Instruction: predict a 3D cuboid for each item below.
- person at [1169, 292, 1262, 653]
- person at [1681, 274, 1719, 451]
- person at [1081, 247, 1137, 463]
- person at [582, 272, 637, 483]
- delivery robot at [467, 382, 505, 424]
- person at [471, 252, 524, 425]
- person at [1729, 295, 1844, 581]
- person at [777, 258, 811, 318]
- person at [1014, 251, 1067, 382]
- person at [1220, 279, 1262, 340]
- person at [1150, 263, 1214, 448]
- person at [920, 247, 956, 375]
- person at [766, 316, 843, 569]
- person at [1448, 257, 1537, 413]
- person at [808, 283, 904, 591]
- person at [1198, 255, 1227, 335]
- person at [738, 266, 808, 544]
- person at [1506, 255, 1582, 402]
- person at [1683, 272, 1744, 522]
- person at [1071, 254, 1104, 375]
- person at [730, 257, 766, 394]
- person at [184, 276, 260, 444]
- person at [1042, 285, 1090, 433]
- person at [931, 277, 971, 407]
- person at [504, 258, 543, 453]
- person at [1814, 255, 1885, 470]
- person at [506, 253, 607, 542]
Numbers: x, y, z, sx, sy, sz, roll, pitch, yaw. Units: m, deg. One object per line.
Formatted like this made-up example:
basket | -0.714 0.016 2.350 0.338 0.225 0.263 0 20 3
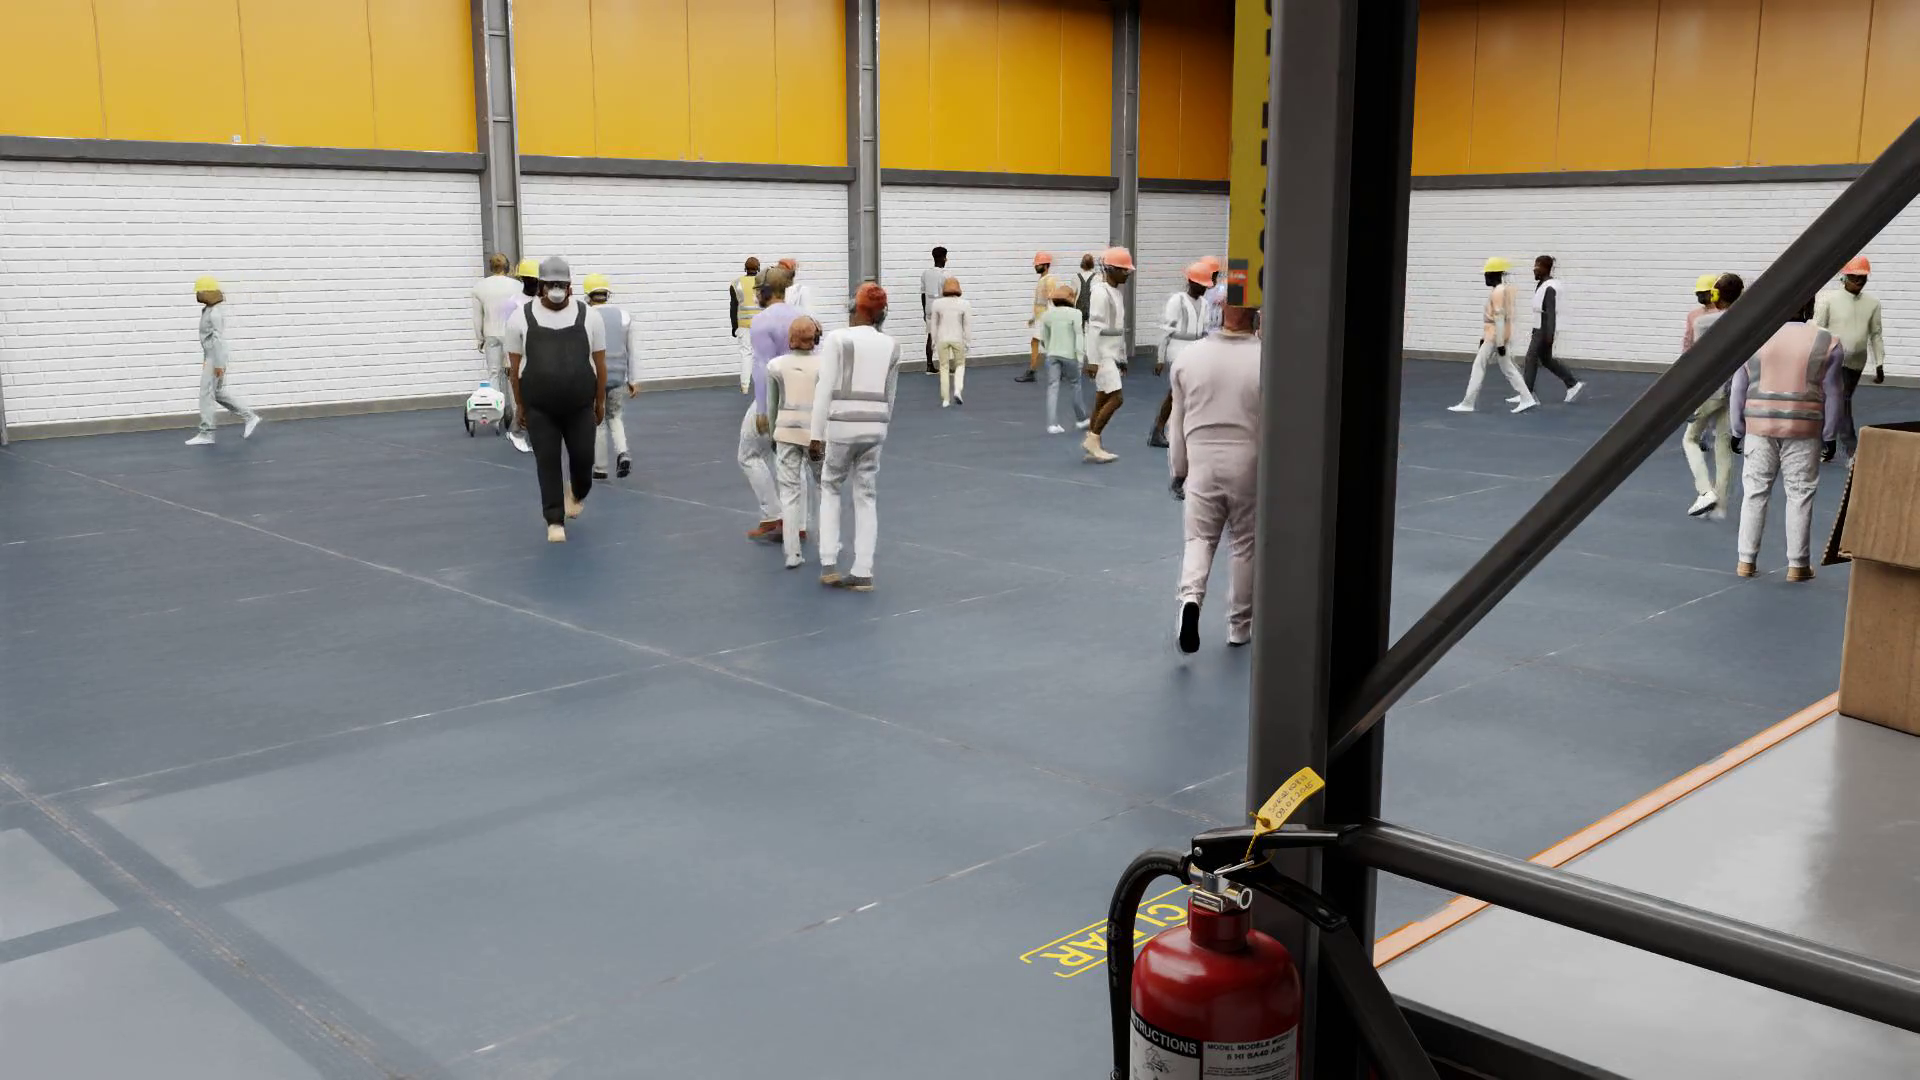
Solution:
person | 1.357 -0.347 8.454 0.651 1.888 0.732 4 11 21
person | 7.303 -1.719 16.303 0.388 1.751 0.550 -5 12 -26
person | 1.385 -1.707 15.498 0.520 2.017 0.645 3 11 18
person | -3.081 -1.388 14.305 0.617 1.818 0.429 -7 13 -35
delivery robot | -5.108 -1.465 17.929 0.477 0.478 0.707 -2 11 -11
person | -5.170 -2.266 18.780 0.629 1.939 0.372 1 10 4
person | 5.112 -0.665 10.314 0.633 1.842 0.429 7 13 34
person | -1.974 -2.242 18.825 0.604 1.870 0.495 10 15 44
person | 1.227 -3.251 24.248 0.844 1.908 0.550 -1 10 -7
person | 3.612 -2.710 21.465 0.668 1.844 0.988 1 10 5
person | 2.265 -1.801 16.457 1.033 1.854 0.607 10 14 44
person | -0.324 -3.497 25.413 0.613 1.965 0.361 8 13 39
person | -1.000 -0.647 10.856 0.519 1.613 0.729 1 10 7
person | 6.478 -2.452 19.996 1.002 1.885 0.587 5 12 27
person | -0.643 -0.621 10.077 0.672 1.847 0.534 -6 12 -30
person | 2.740 -2.152 18.223 0.445 1.913 0.566 -2 11 -13
person | -1.293 -0.920 11.479 0.552 1.918 0.654 5 12 27
person | 7.519 -2.687 21.220 0.873 1.896 0.600 2 11 12
person | 5.664 -1.063 12.437 0.563 1.853 0.415 -1 10 -4
person | 1.954 -3.455 25.511 0.513 1.846 0.334 2 11 13
person | -2.783 -2.890 22.448 0.633 1.842 0.429 -2 11 -9
person | -7.655 -1.856 17.120 0.701 1.721 0.510 -5 12 -26
person | 1.167 -1.973 18.114 0.542 1.584 0.801 6 12 28
person | -0.113 -2.469 20.761 0.509 1.620 0.364 1 10 5
person | -4.152 -1.777 16.200 0.408 1.913 0.585 4 11 22
person | 8.201 -1.632 15.307 0.642 1.937 1.008 -1 10 -7
person | -2.844 -1.032 11.774 0.684 2.000 0.727 -3 11 -16
